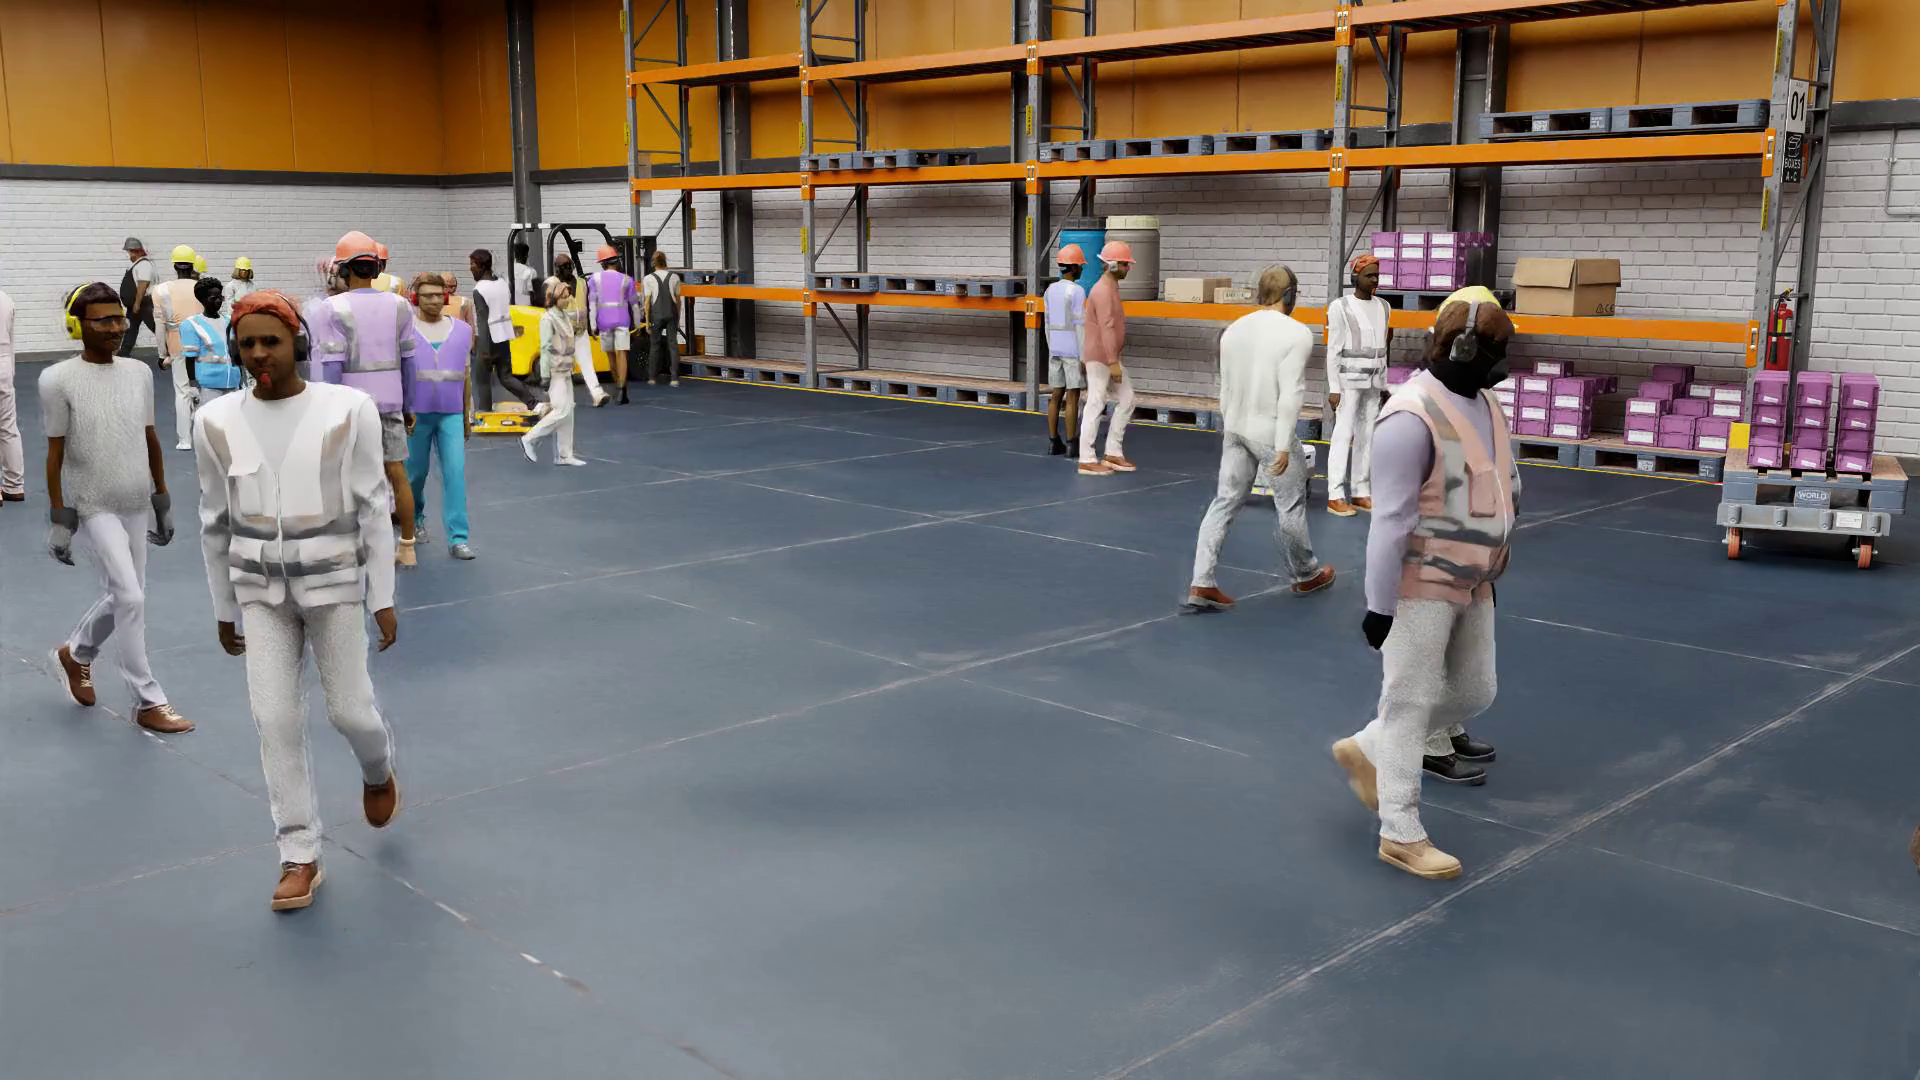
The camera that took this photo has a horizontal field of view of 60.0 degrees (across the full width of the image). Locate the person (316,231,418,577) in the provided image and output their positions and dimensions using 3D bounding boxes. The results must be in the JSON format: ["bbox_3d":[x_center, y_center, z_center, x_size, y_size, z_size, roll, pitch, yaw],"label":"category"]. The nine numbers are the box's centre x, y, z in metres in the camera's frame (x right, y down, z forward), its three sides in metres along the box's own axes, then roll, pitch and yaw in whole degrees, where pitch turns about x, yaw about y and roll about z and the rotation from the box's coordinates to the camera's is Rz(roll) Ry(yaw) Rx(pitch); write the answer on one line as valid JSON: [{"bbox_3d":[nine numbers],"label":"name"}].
[{"bbox_3d":[-3.534,-0.801,9.908,0.391,2.040,0.615,8,13,38],"label":"person"}]

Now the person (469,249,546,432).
[{"bbox_3d":[-4.684,-2.014,16.953,0.834,1.889,0.616,3,11,16],"label":"person"}]

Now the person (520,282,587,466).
[{"bbox_3d":[-3.560,-1.435,14.517,0.451,1.624,0.516,1,10,4],"label":"person"}]

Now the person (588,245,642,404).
[{"bbox_3d":[-4.169,-2.598,20.104,0.634,1.888,0.807,-1,10,-7],"label":"person"}]

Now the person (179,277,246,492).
[{"bbox_3d":[-5.864,-1.217,13.119,0.317,1.696,0.539,5,12,27],"label":"person"}]

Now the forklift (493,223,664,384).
[{"bbox_3d":[-5.316,-3.263,22.920,2.313,2.155,1.214,-10,14,-44],"label":"forklift"}]

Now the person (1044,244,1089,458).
[{"bbox_3d":[0.999,-1.720,15.204,0.358,1.938,0.542,-7,13,-34],"label":"person"}]

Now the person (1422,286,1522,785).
[{"bbox_3d":[1.875,-0.022,6.221,0.404,1.836,0.599,5,12,25],"label":"person"}]

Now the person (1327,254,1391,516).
[{"bbox_3d":[2.899,-1.119,12.070,0.584,1.882,0.344,-7,12,-32],"label":"person"}]

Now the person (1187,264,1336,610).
[{"bbox_3d":[1.632,-0.559,9.080,1.126,1.867,0.645,-9,14,-40],"label":"person"}]

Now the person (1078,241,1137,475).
[{"bbox_3d":[1.287,-1.518,14.009,0.643,1.967,0.631,3,11,18],"label":"person"}]

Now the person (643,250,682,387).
[{"bbox_3d":[-3.997,-2.976,22.390,0.516,1.841,0.494,-4,11,-20],"label":"person"}]

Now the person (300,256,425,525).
[{"bbox_3d":[-4.104,-0.987,11.354,0.849,1.872,0.683,3,11,15],"label":"person"}]

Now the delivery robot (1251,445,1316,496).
[{"bbox_3d":[2.411,-0.592,12.572,0.477,0.478,0.707,7,13,34],"label":"delivery robot"}]

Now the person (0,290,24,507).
[{"bbox_3d":[-7.322,-1.193,12.421,0.404,1.908,0.636,1,10,6],"label":"person"}]

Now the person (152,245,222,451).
[{"bbox_3d":[-7.248,-1.800,15.666,0.594,1.926,0.367,-6,12,-29],"label":"person"}]

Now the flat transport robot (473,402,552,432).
[{"bbox_3d":[-4.636,-1.296,17.441,0.652,0.197,1.431,-1,10,-4],"label":"flat transport robot"}]

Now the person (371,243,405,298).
[{"bbox_3d":[-6.258,-2.232,17.995,0.547,1.937,0.379,-3,11,-16],"label":"person"}]

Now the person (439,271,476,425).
[{"bbox_3d":[-5.406,-2.023,17.669,0.523,1.638,0.311,-5,12,-25],"label":"person"}]

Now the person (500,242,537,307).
[{"bbox_3d":[-6.703,-3.548,25.243,0.620,1.923,1.001,2,11,10],"label":"person"}]

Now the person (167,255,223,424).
[{"bbox_3d":[-8.012,-2.085,17.517,0.619,1.816,0.428,1,10,5],"label":"person"}]

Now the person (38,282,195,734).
[{"bbox_3d":[-3.536,-0.142,6.871,0.841,1.847,0.521,5,12,25],"label":"person"}]

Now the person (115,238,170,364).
[{"bbox_3d":[-12.846,-3.760,26.045,1.024,2.000,0.694,-9,14,-40],"label":"person"}]

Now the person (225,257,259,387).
[{"bbox_3d":[-9.280,-2.799,21.629,0.313,1.740,0.487,5,12,27],"label":"person"}]

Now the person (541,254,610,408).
[{"bbox_3d":[-4.499,-2.405,19.340,0.646,1.798,0.929,-10,14,-43],"label":"person"}]

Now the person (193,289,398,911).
[{"bbox_3d":[-2.027,0.156,5.174,0.600,1.869,0.681,-1,10,-3],"label":"person"}]

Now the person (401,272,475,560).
[{"bbox_3d":[-3.390,-0.809,10.626,0.568,1.809,0.925,-7,12,-32],"label":"person"}]

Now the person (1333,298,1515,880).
[{"bbox_3d":[1.491,0.140,5.370,0.544,1.830,0.685,10,14,43],"label":"person"}]
